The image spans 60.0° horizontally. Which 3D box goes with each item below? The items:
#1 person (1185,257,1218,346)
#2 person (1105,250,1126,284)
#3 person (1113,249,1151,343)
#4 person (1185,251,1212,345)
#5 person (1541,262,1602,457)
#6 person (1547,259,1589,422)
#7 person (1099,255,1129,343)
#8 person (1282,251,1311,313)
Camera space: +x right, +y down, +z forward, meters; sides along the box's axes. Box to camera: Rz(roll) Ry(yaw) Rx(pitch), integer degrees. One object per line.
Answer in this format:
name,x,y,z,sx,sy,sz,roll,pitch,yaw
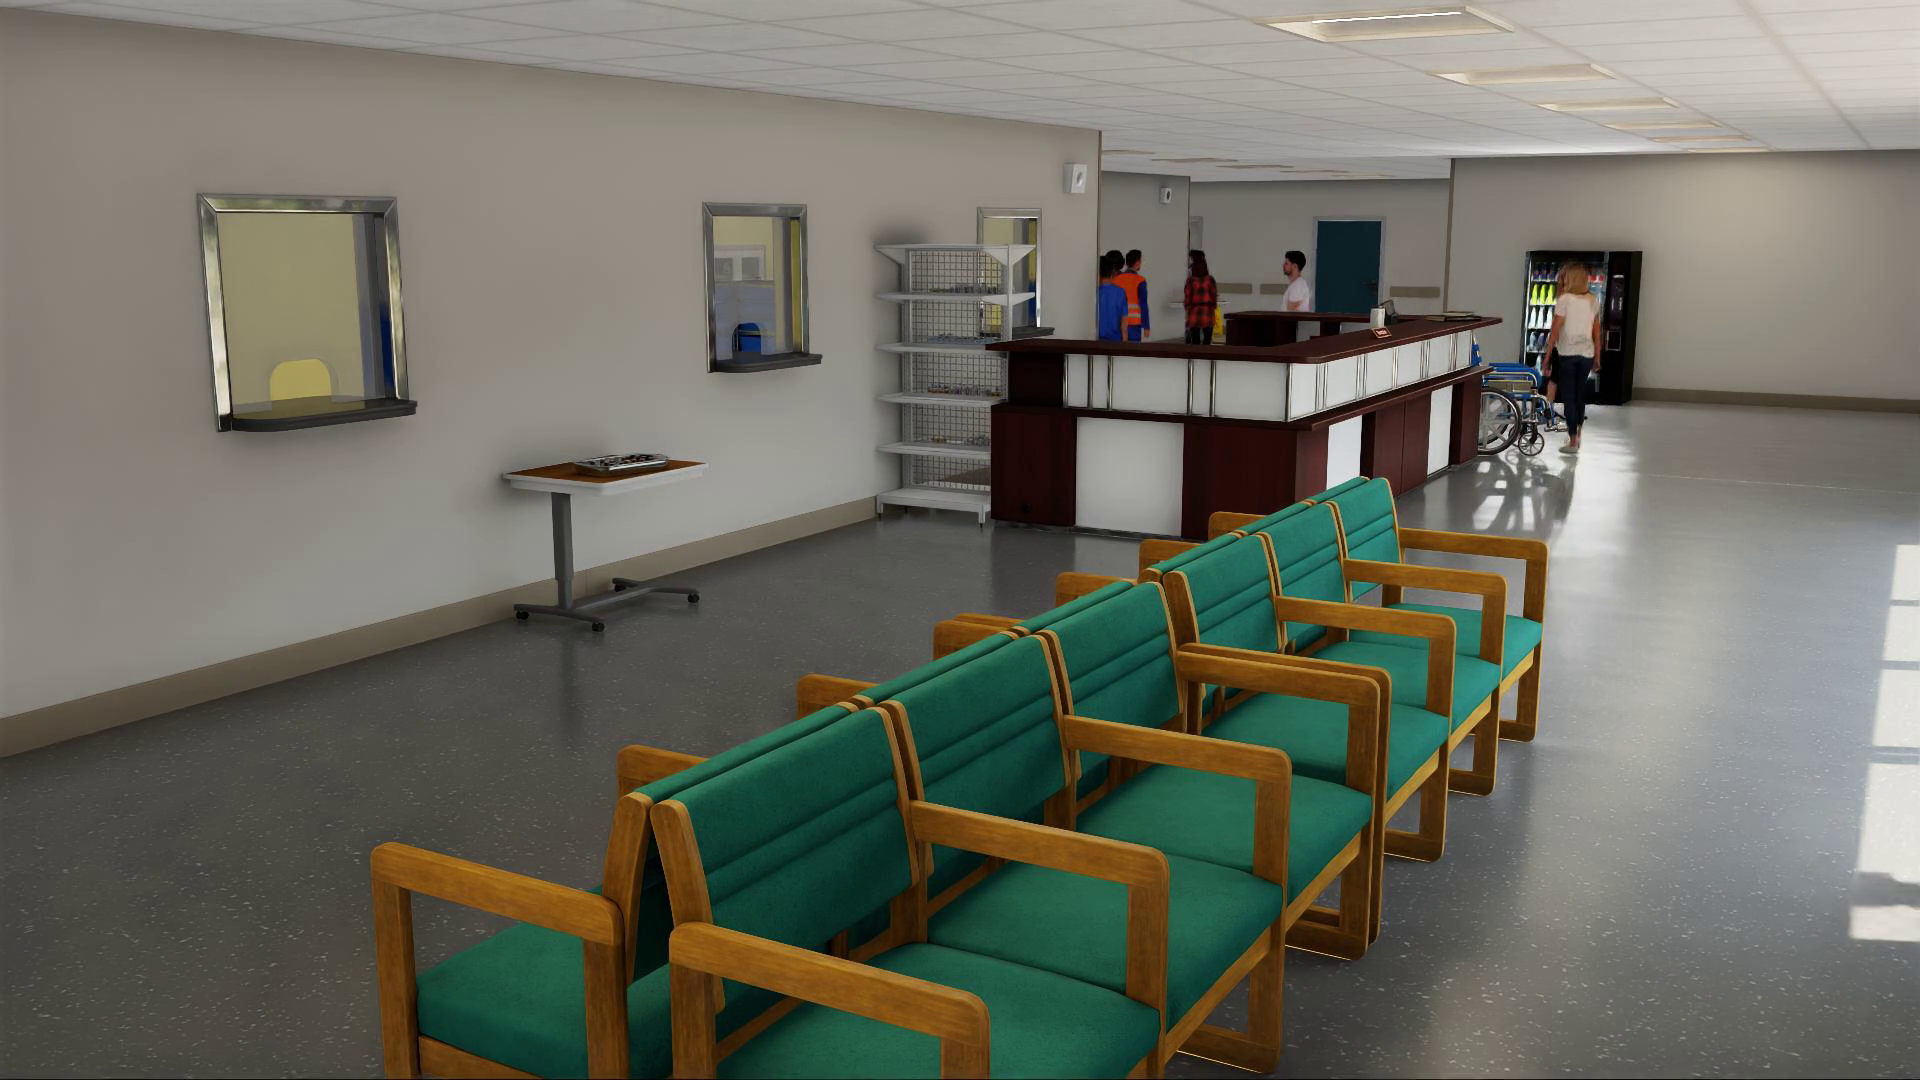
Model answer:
person,3.456,-3.210,23.907,0.762,1.688,0.796,3,11,13
person,2.322,-3.296,24.217,1.047,1.742,0.734,9,14,39
person,1.977,-2.552,20.003,0.882,1.850,0.809,-10,15,-43
person,4.012,-4.018,28.110,0.702,1.708,0.665,5,12,26
person,5.817,-1.677,15.564,0.790,1.787,0.849,-2,11,-12
person,6.504,-2.157,18.113,0.842,1.779,0.788,-1,11,-6
person,1.389,-1.730,15.720,1.166,1.833,1.238,-3,11,-17
person,3.588,-2.038,17.347,1.299,1.831,1.021,1,11,5
